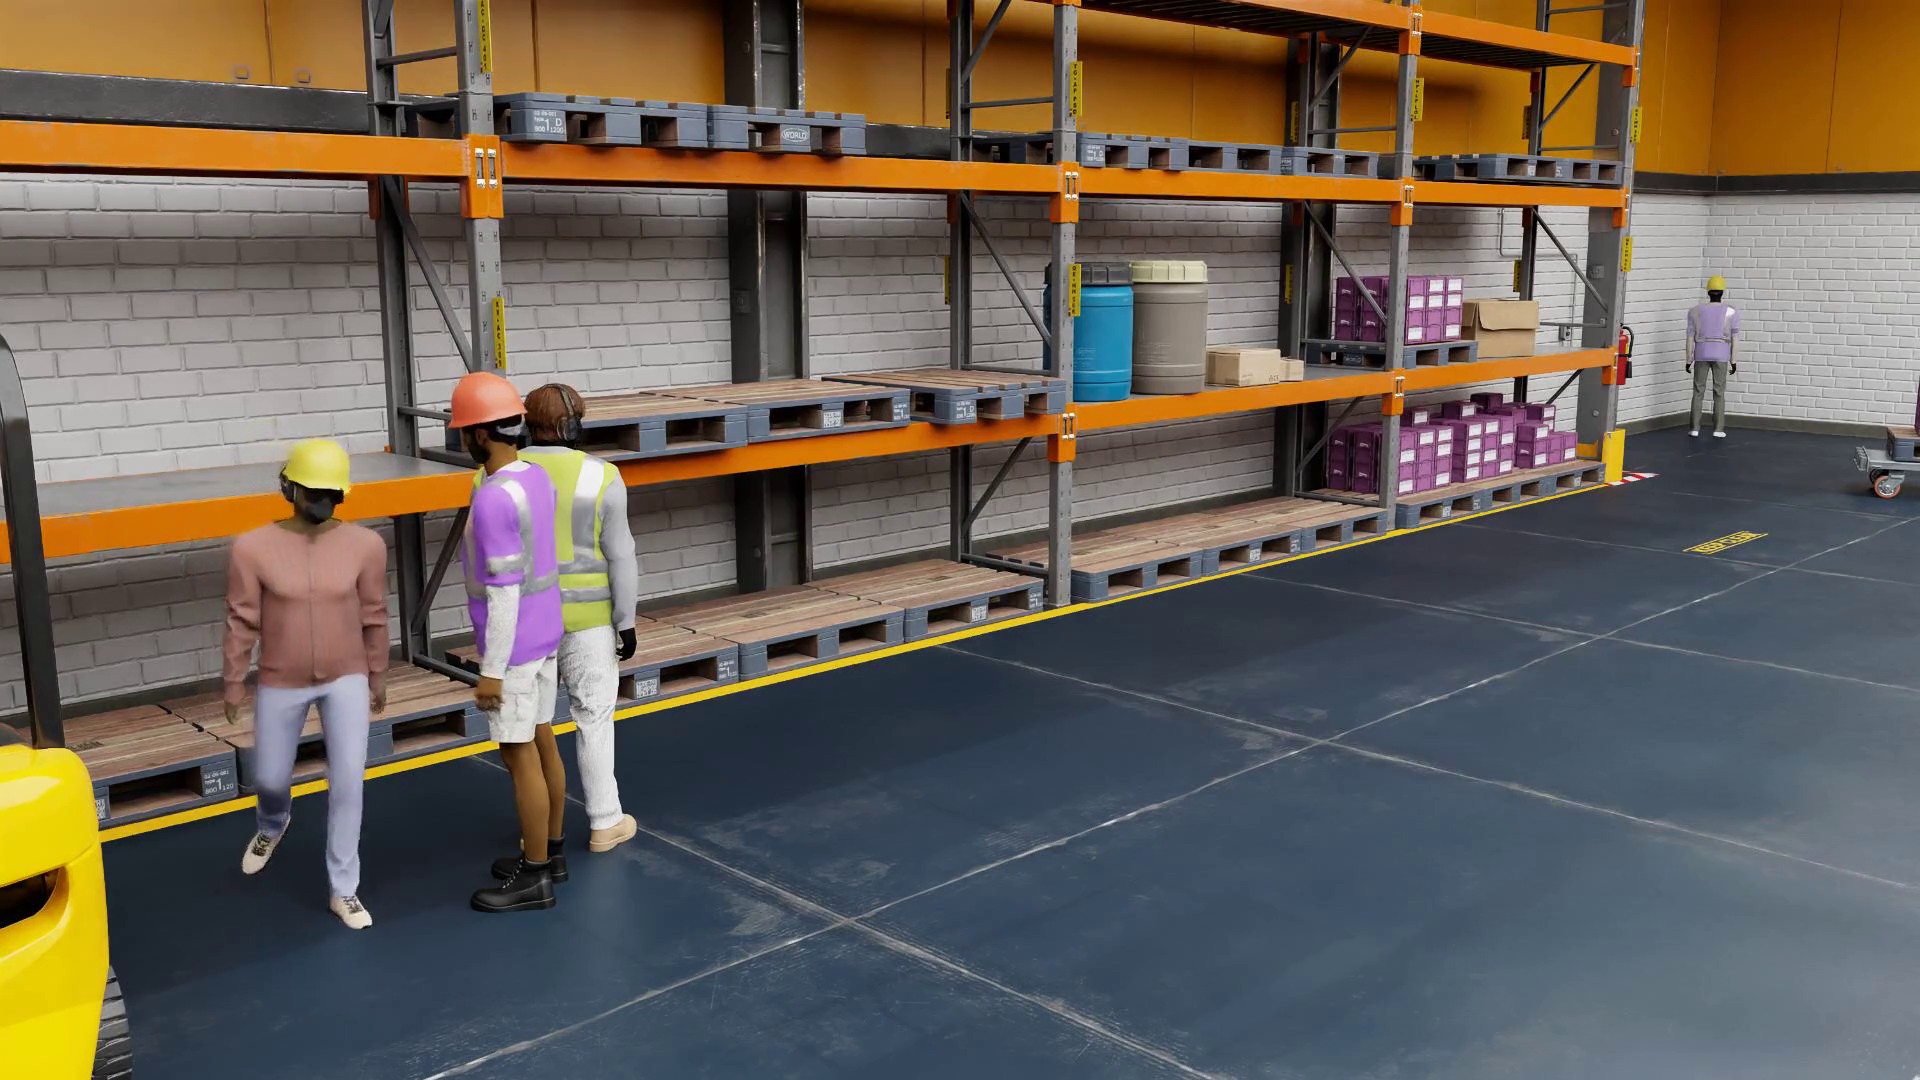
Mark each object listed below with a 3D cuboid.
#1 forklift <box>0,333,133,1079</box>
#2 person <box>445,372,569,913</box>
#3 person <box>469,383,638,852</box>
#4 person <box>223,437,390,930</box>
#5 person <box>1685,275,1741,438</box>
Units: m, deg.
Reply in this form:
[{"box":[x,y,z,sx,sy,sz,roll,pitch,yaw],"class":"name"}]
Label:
[{"box":[-3.289,0.485,4.582,1.214,2.155,2.313,-10,14,-44],"class":"forklift"},{"box":[-1.616,0.368,5.937,0.375,1.931,0.542,0,10,3],"class":"person"},{"box":[-1.559,0.309,6.509,0.634,1.839,0.429,1,10,6],"class":"person"},{"box":[-2.317,0.472,5.909,0.553,1.737,0.679,-5,12,-27],"class":"person"},{"box":[8.953,-2.177,19.819,0.587,1.930,0.361,5,12,26],"class":"person"}]
